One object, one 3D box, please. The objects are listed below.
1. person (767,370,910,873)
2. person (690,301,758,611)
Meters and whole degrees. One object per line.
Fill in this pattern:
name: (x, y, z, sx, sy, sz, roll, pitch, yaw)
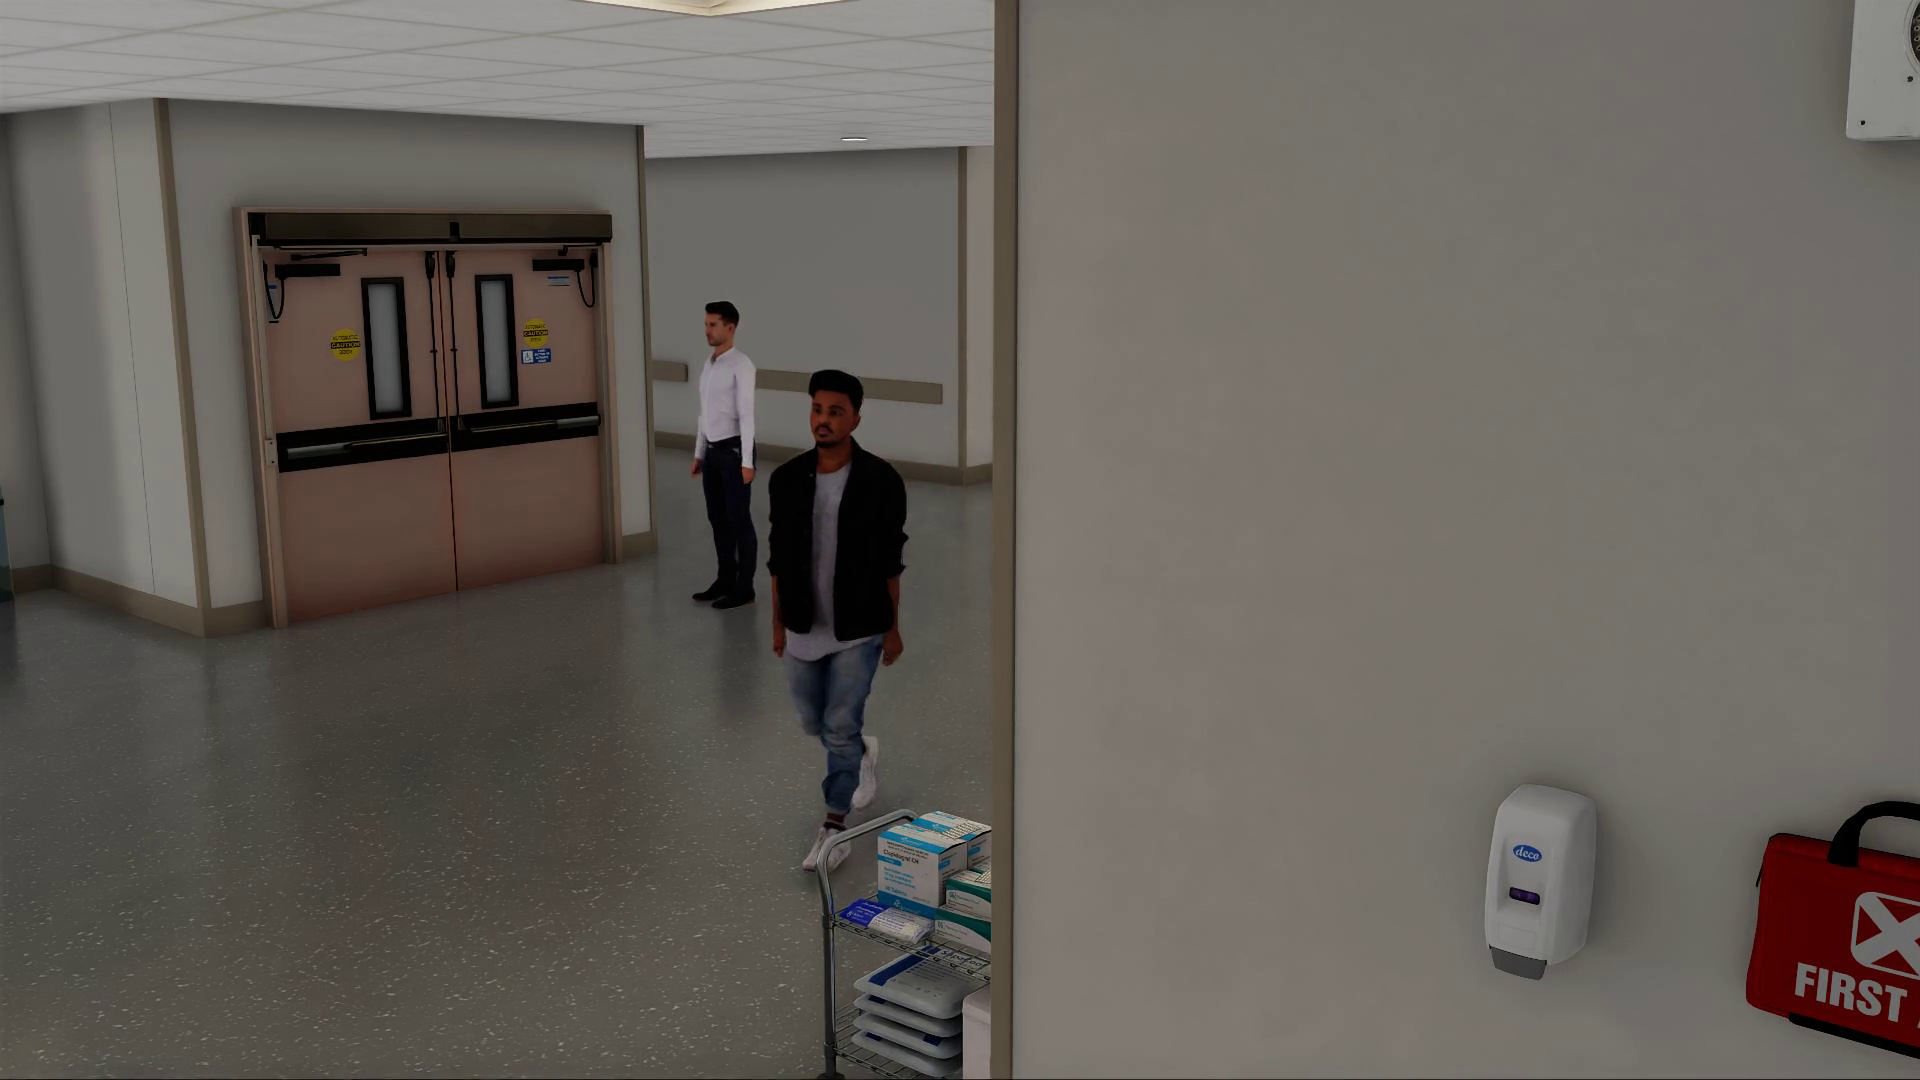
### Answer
person: (-0.429, 0.267, 6.200, 0.933, 1.791, 1.171, 4, 11, 19)
person: (-1.411, -0.538, 10.244, 0.662, 1.865, 0.686, -8, 13, -36)
